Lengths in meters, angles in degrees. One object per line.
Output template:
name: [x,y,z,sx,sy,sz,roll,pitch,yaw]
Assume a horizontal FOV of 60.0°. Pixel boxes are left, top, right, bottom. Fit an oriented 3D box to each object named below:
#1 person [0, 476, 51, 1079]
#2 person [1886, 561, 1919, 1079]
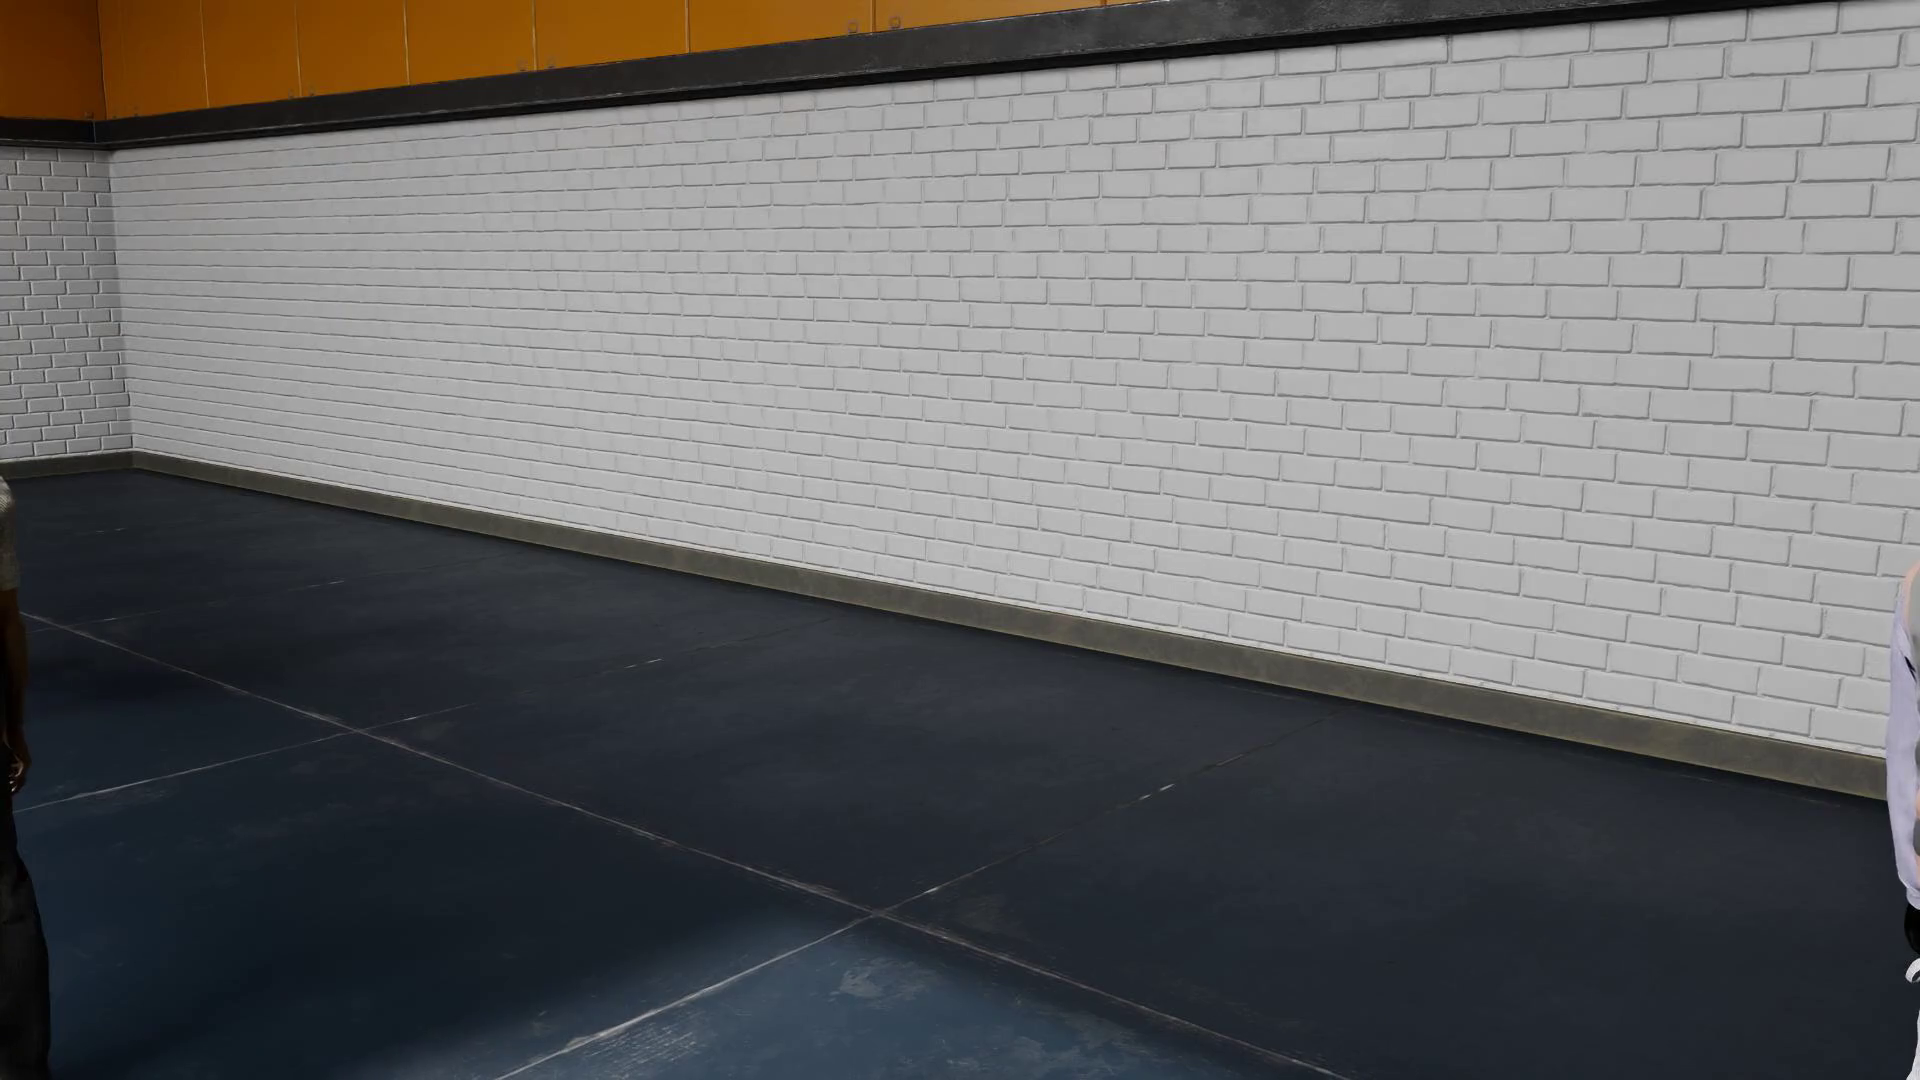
person: [-2.306,0.467,3.674,0.344,1.847,0.504,5,11,27]
person: [1.787,0.644,2.682,0.429,1.841,0.634,-2,10,-13]
